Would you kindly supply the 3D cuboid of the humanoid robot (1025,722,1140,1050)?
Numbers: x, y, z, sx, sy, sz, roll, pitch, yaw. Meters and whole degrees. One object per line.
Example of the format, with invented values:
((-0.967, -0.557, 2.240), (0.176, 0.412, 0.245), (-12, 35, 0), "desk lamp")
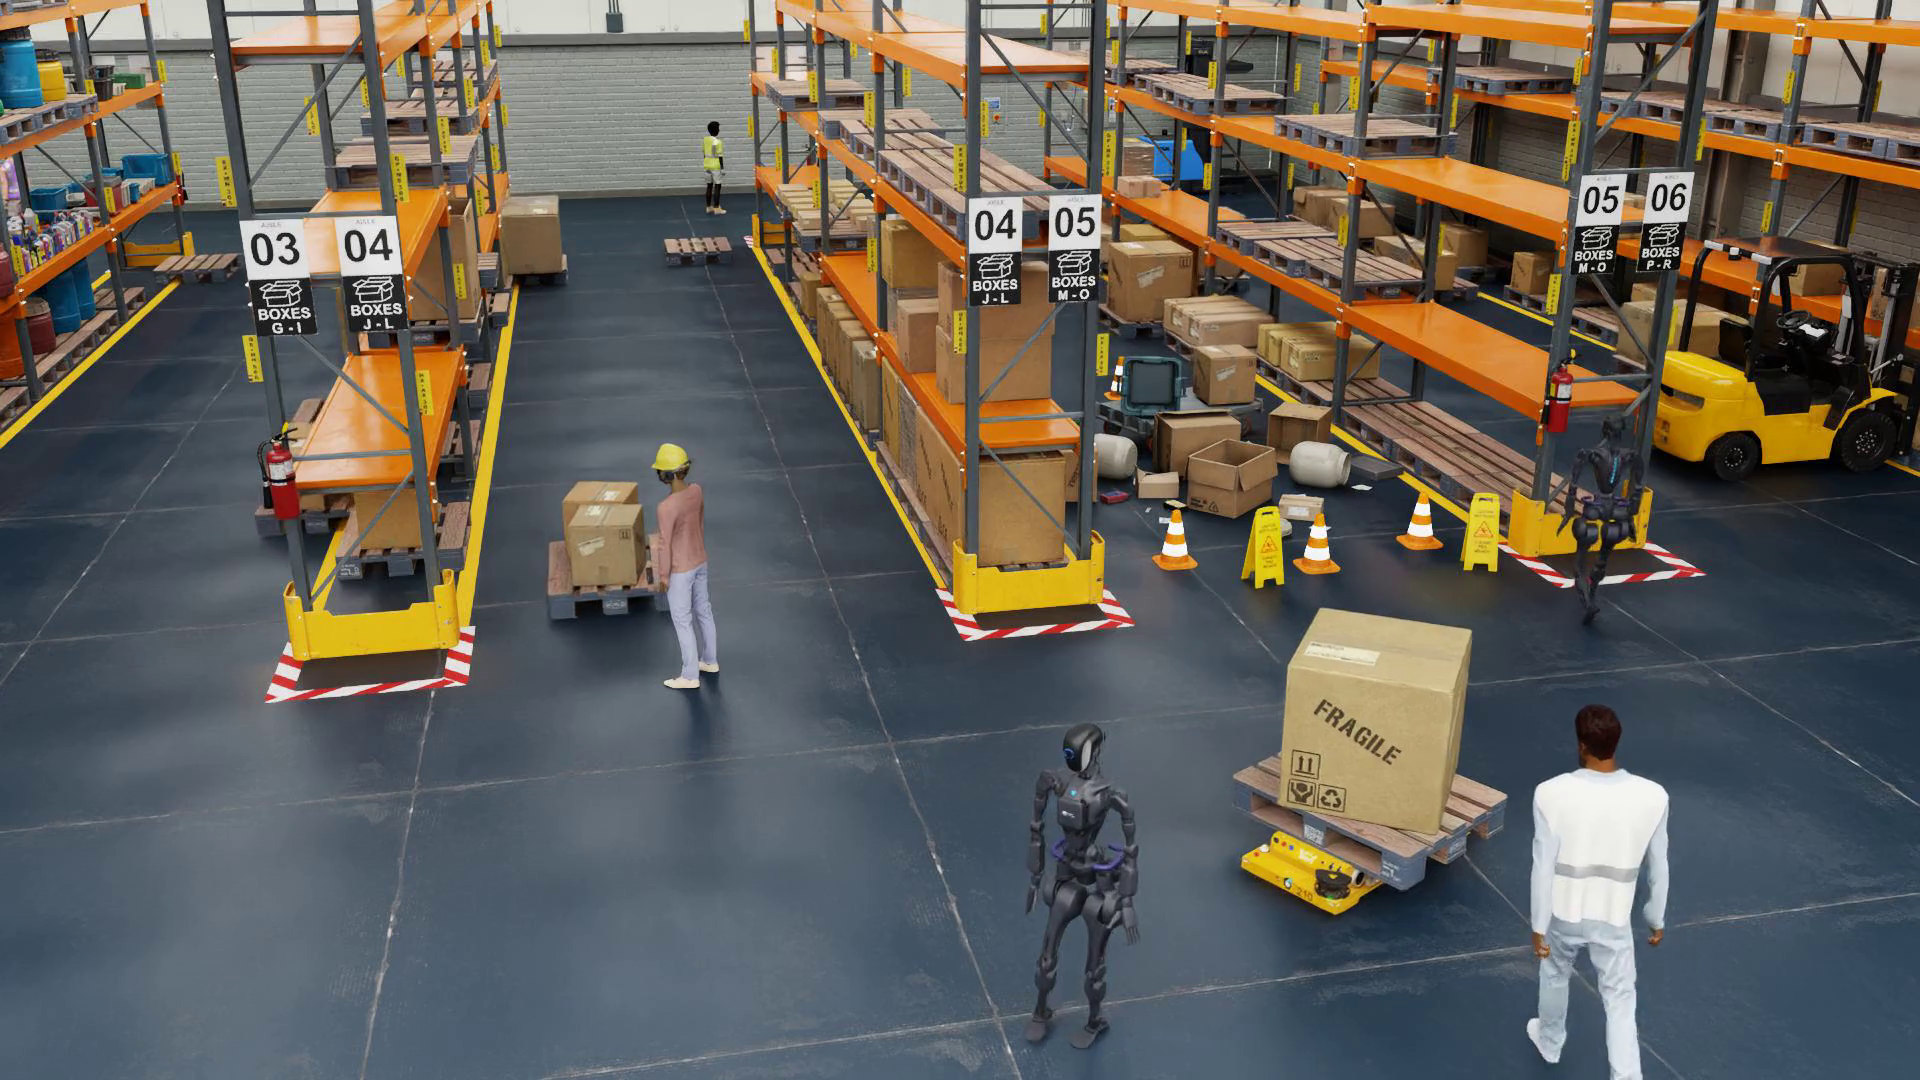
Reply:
((0.574, 1.641, 7.761), (0.609, 1.653, 0.405), (13, 24, 31), "humanoid robot")

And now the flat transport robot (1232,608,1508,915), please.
((2.327, 1.701, 9.623), (1.431, 0.231, 0.659), (-17, 26, -39), "flat transport robot")

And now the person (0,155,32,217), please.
((-15.367, -5.565, 27.153), (0.350, 1.688, 0.488), (11, 23, 26), "person")

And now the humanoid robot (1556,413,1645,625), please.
((4.895, -0.172, 12.697), (0.587, 1.634, 0.636), (1, 20, 3), "humanoid robot")

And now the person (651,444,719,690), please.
((-1.947, 0.179, 11.587), (0.338, 1.759, 0.521), (8, 22, 20), "person")

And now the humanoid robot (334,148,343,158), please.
((-10.188, -5.614, 27.337), (0.684, 1.637, 0.601), (7, 21, 17), "humanoid robot")

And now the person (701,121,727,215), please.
((-4.526, -6.842, 30.588), (0.537, 1.687, 0.318), (17, 26, 38), "person")

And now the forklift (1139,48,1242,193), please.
((4.566, -8.313, 32.860), (1.873, 2.768, 1.129), (-4, 21, -12), "forklift")

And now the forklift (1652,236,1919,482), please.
((8.013, -1.814, 16.330), (2.313, 2.155, 1.214), (-4, 21, -12), "forklift")

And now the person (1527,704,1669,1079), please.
((2.825, 1.690, 7.370), (0.626, 1.869, 0.937), (2, 21, 7), "person")
